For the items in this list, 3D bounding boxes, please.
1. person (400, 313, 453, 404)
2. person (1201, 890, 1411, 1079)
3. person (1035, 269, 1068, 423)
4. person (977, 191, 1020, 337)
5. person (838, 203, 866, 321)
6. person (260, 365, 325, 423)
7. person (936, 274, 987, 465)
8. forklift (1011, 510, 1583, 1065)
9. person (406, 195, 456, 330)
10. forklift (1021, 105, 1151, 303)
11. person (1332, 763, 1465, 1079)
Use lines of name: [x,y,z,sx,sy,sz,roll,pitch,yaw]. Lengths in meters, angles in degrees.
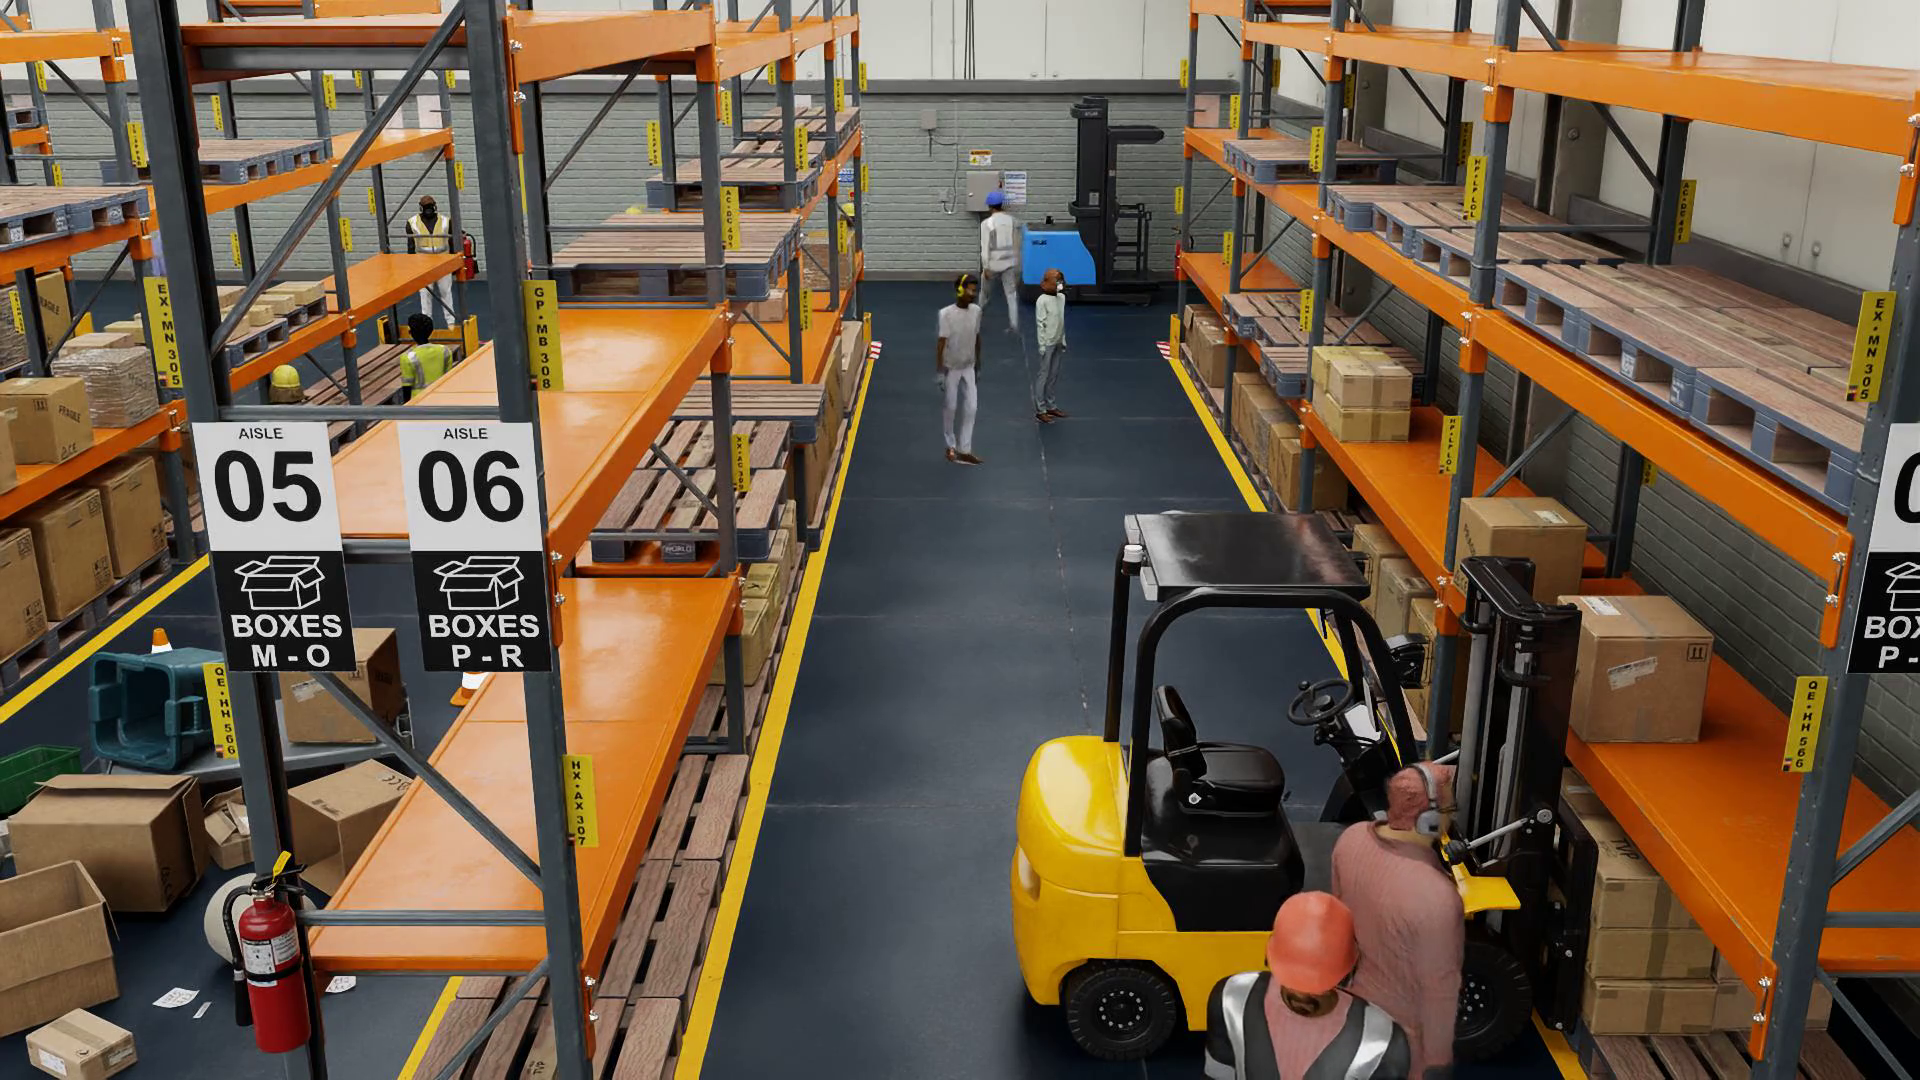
person: [-4.772,-1.199,14.979,0.320,1.693,0.534,14,23,36]
person: [0.989,1.940,4.962,0.605,2.034,0.413,9,20,26]
person: [0.982,-2.079,17.731,0.279,1.633,0.500,12,22,32]
person: [0.484,-3.695,22.209,0.629,1.889,1.011,-11,21,-29]
person: [-1.483,-3.649,22.328,0.486,1.737,0.319,-7,19,-20]
person: [-5.057,-0.479,12.720,0.485,1.744,0.308,-15,23,-38]
person: [-0.026,-1.636,16.073,0.626,1.840,0.550,-11,21,-29]
forklift: [1.387,1.055,7.378,2.313,2.155,1.214,0,18,0]
person: [-7.066,-3.697,22.318,0.633,1.836,0.429,-7,19,-20]
forklift: [1.857,-4.944,24.441,1.873,2.768,1.129,0,18,0]
person: [1.581,1.675,5.953,0.403,1.906,0.650,-6,19,-18]
